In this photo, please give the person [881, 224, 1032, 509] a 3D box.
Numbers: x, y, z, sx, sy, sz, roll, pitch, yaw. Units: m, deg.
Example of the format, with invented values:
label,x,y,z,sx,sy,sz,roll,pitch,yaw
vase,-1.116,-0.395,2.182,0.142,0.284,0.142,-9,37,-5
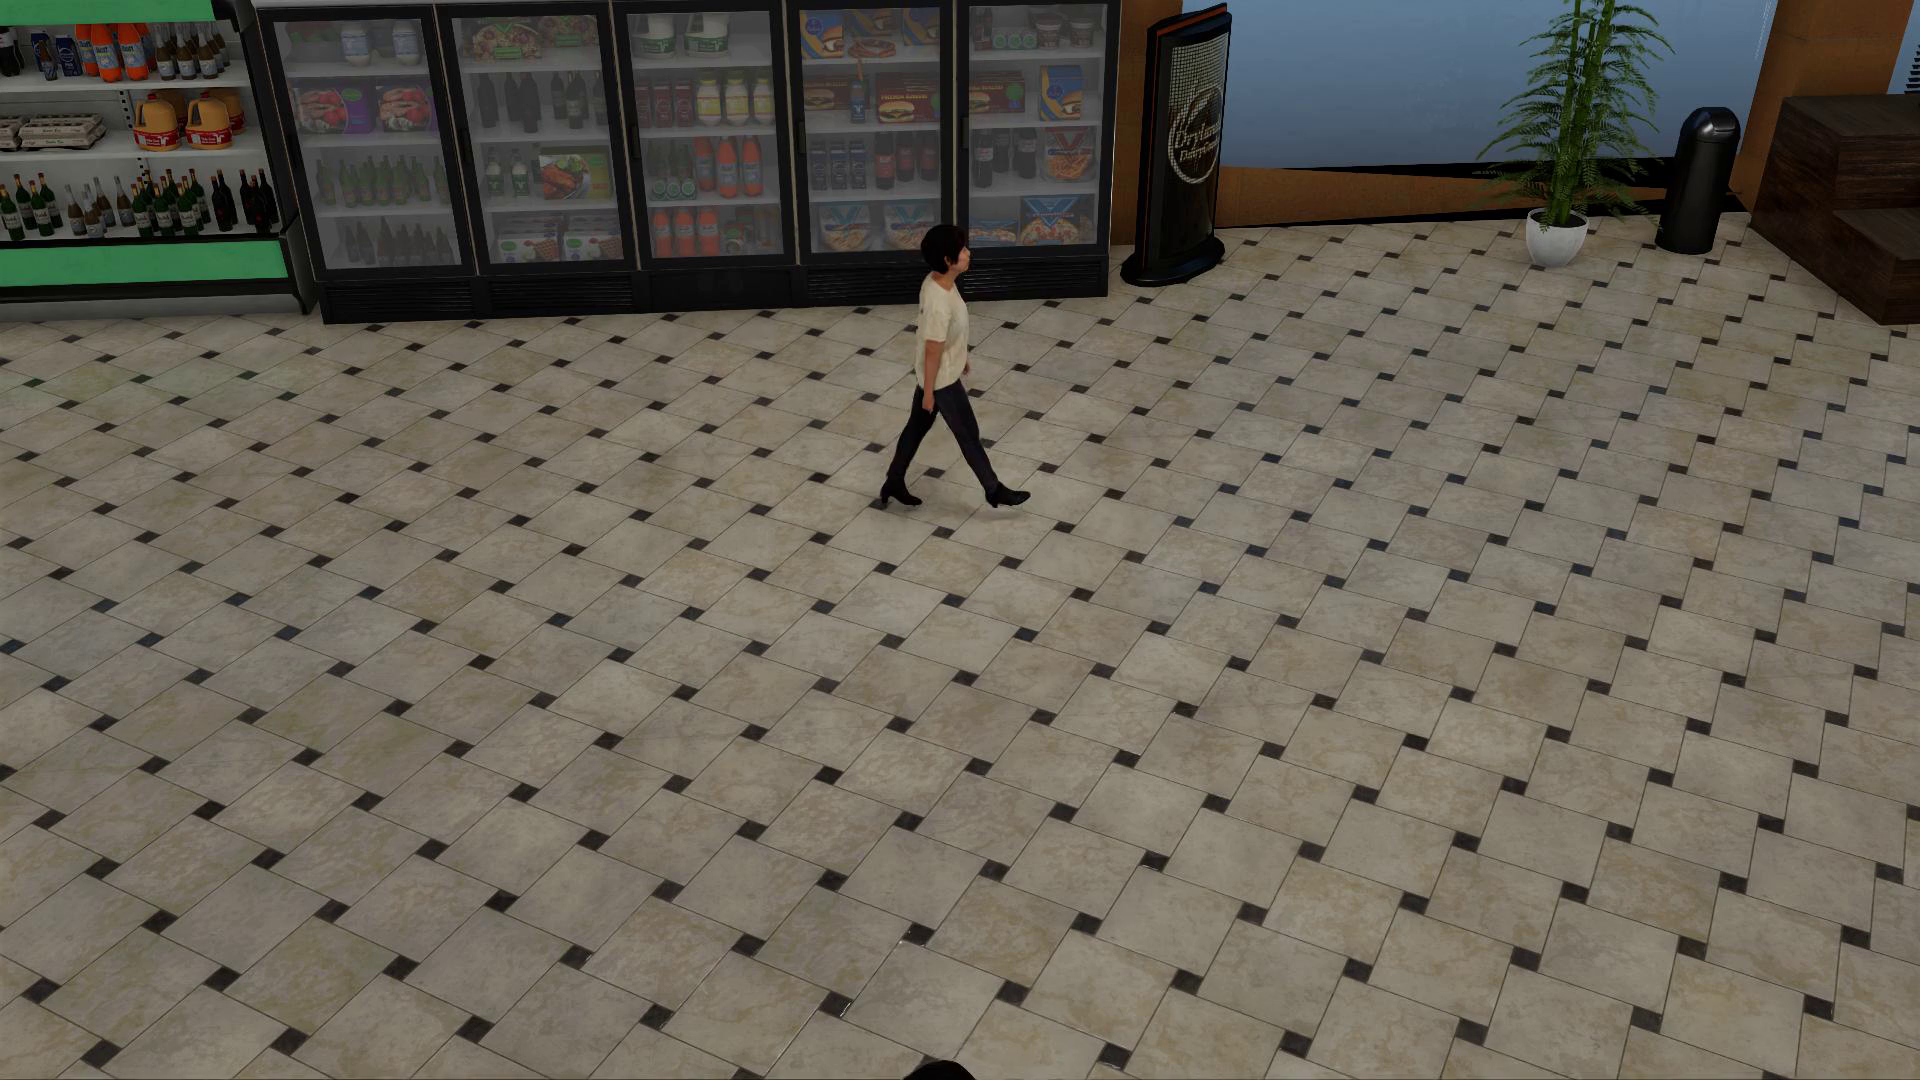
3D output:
label,x,y,z,sx,sy,sz,roll,pitch,yaw
person,-0.171,-0.803,8.307,0.982,1.549,0.597,-2,32,-3
